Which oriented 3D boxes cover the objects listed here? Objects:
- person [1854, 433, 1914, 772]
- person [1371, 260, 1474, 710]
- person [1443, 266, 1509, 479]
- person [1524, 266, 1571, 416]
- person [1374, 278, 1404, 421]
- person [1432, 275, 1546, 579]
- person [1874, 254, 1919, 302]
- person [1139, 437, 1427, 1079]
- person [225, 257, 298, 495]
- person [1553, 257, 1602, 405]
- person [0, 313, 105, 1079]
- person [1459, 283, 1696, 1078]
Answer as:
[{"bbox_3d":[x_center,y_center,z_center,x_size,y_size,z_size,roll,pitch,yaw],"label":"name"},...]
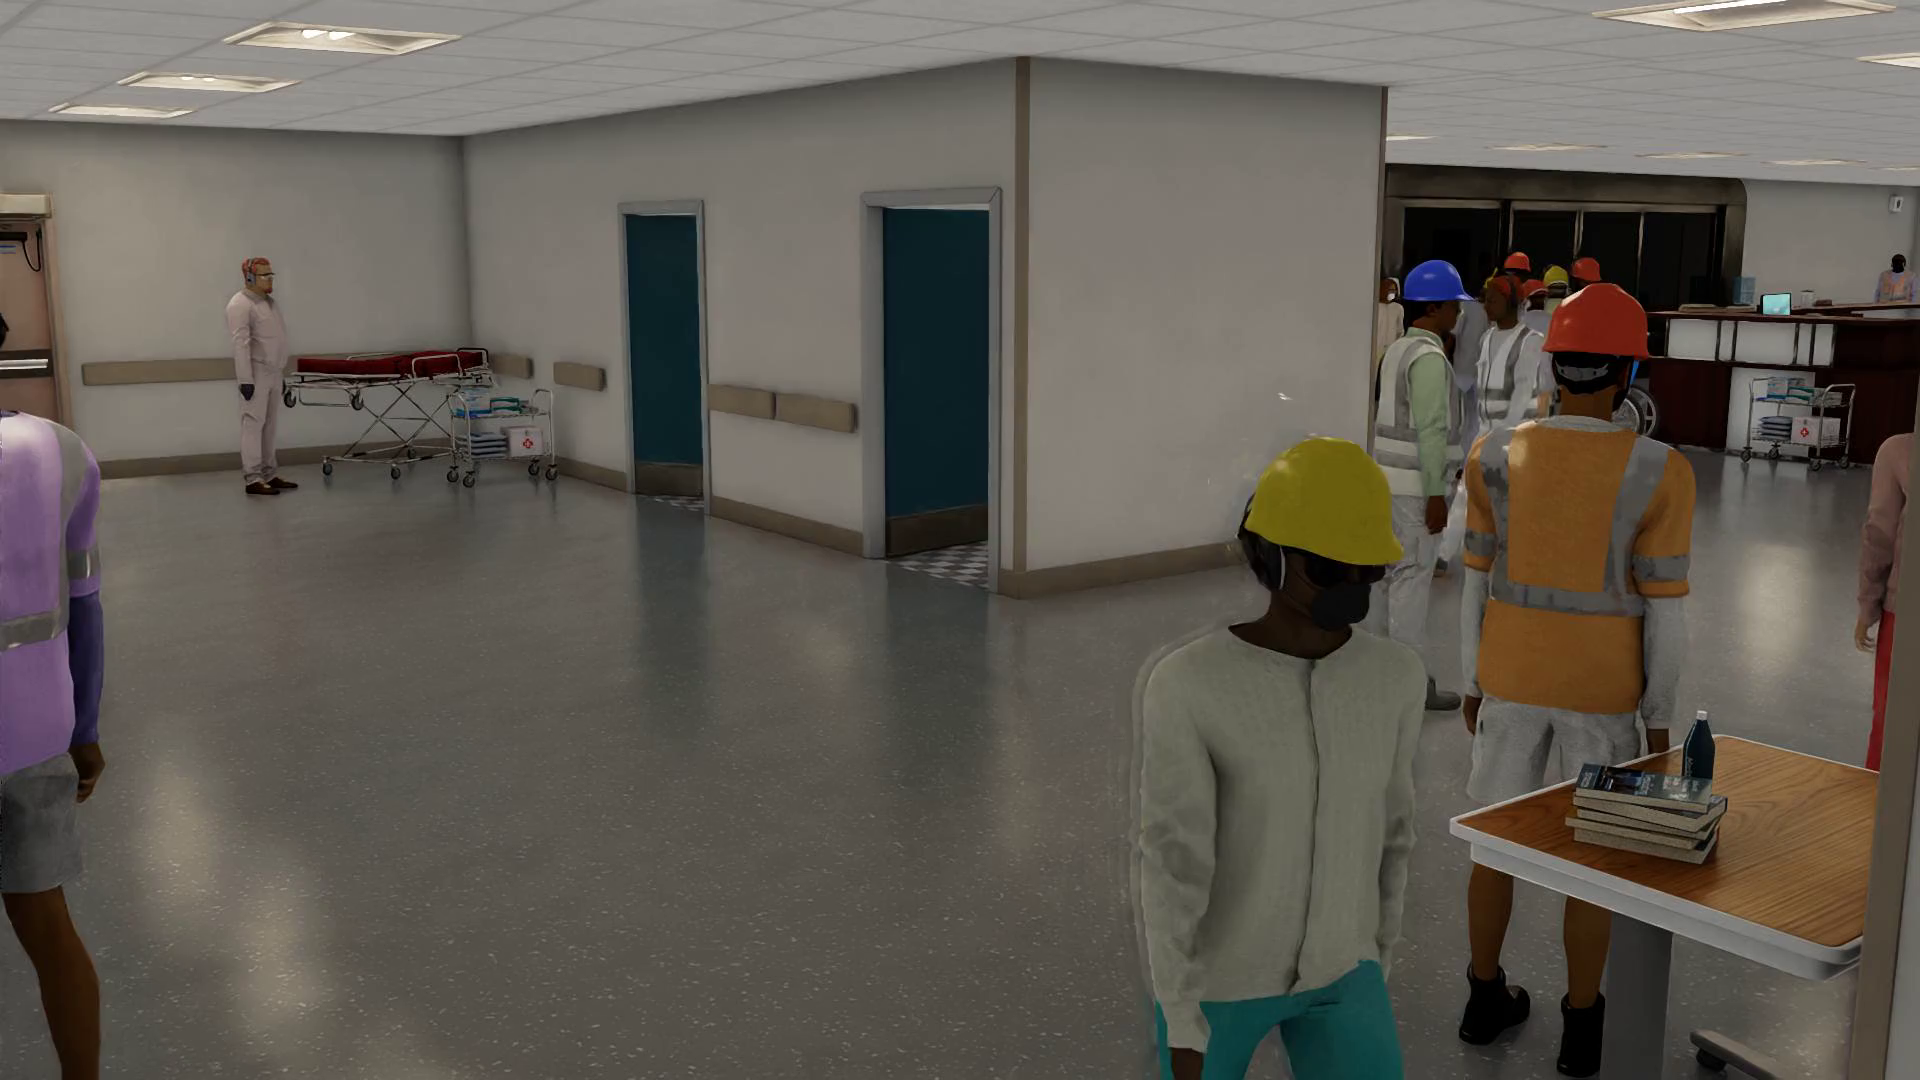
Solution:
[{"bbox_3d":[3.027,0.244,5.091,0.523,1.768,0.325,7,12,34],"label":"person"},{"bbox_3d":[2.010,-0.242,7.298,0.394,1.949,0.602,0,10,0],"label":"person"},{"bbox_3d":[4.268,-1.392,14.083,0.670,1.829,0.449,-4,11,-22],"label":"person"},{"bbox_3d":[5.180,-1.467,14.532,0.595,1.827,0.404,4,11,19],"label":"person"},{"bbox_3d":[4.832,-2.165,18.985,0.505,1.628,0.286,-3,10,-15],"label":"person"},{"bbox_3d":[3.204,-0.654,9.945,1.018,1.825,0.576,-3,11,-19],"label":"person"},{"bbox_3d":[15.460,-3.801,27.537,0.622,1.845,0.429,8,13,39],"label":"person"},{"bbox_3d":[0.534,0.710,2.600,0.535,1.727,0.862,-3,11,-16],"label":"person"},{"bbox_3d":[-5.653,-1.331,13.516,0.399,1.909,0.642,1,10,3],"label":"person"},{"bbox_3d":[5.363,-1.534,14.645,0.559,1.910,0.715,-1,10,-7],"label":"person"},{"bbox_3d":[-2.043,0.412,3.423,0.407,2.031,0.612,3,11,18],"label":"person"},{"bbox_3d":[1.497,0.343,4.094,0.540,1.930,0.387,7,12,35],"label":"person"}]
